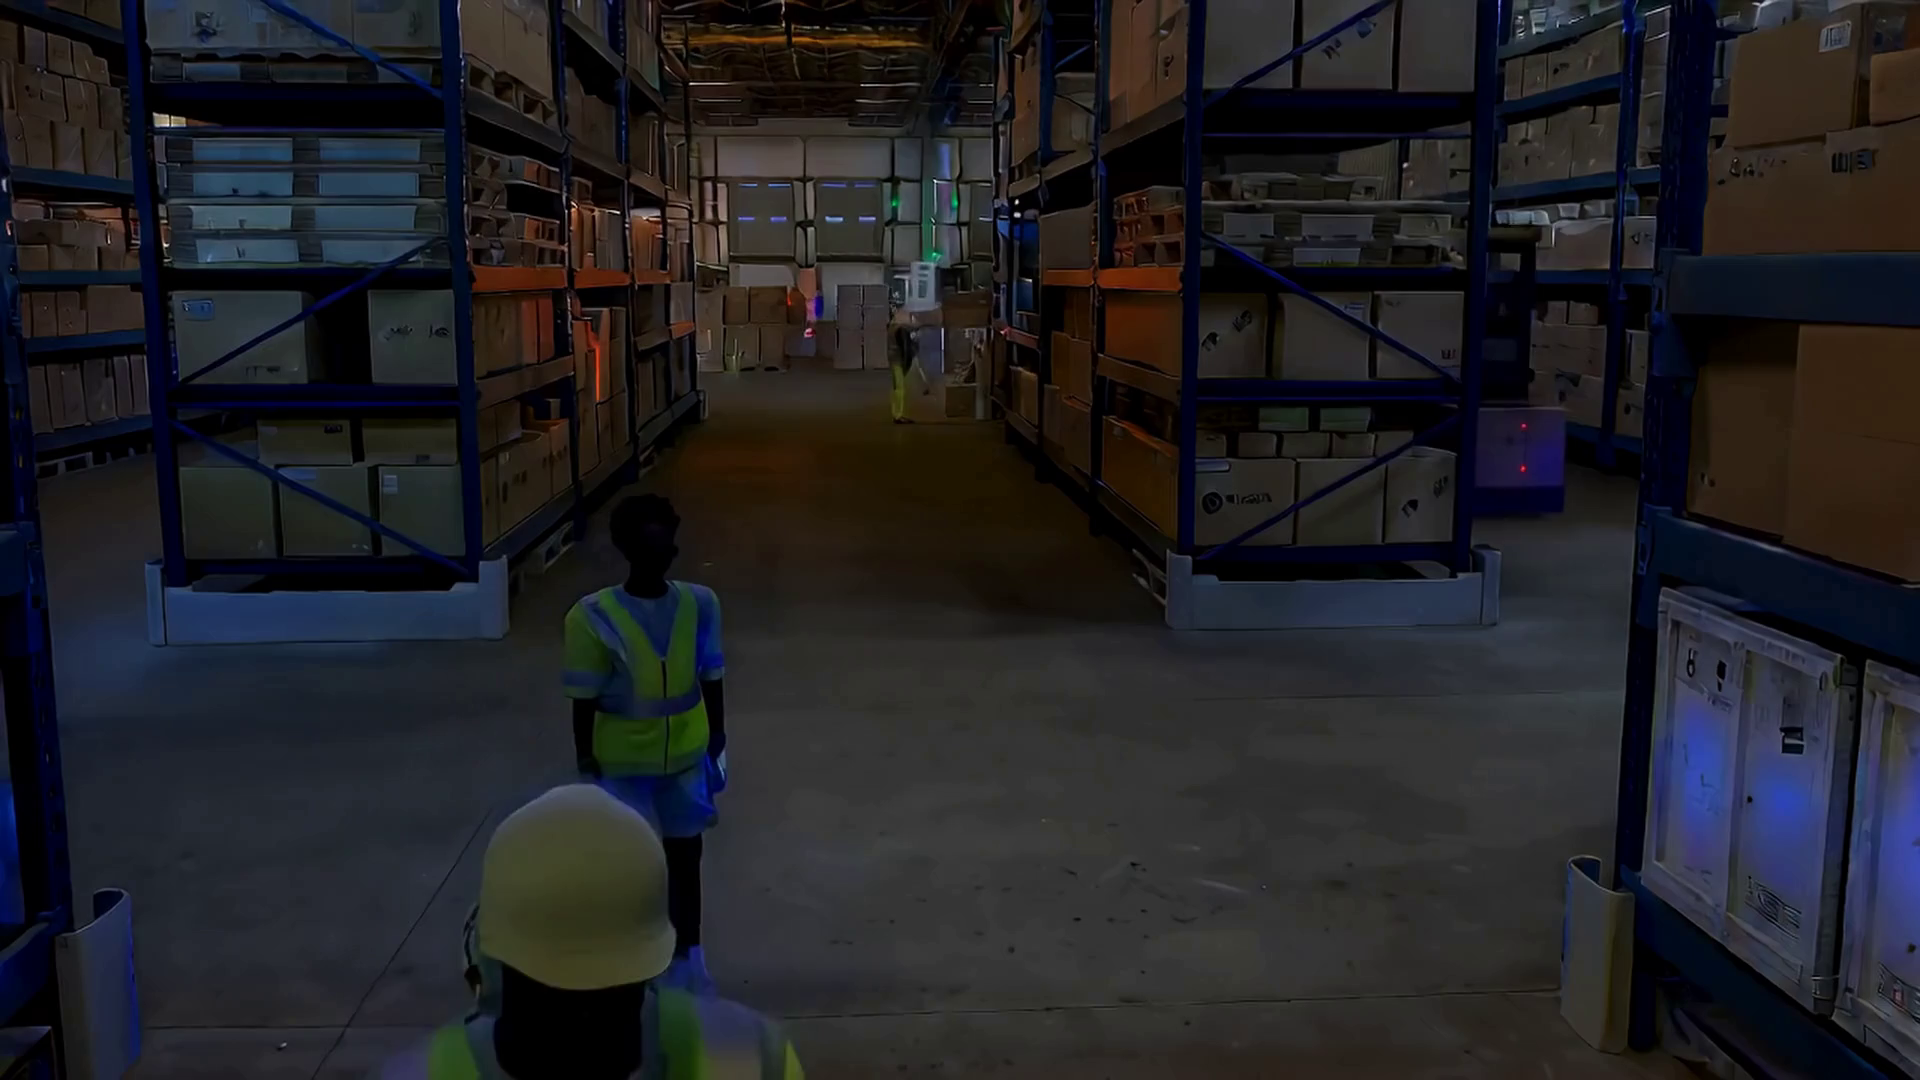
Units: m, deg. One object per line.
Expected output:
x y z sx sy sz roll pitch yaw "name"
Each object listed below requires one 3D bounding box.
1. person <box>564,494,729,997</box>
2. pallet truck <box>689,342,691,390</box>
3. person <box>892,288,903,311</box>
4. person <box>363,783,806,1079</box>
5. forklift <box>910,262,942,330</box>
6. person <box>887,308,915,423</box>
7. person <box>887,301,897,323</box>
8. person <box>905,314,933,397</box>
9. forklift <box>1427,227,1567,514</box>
-0.977 0.690 5.230 0.536 1.691 0.319 -6 11 -33 "person"
-5.225 -3.008 27.480 1.885 1.965 0.823 2 9 14 "pallet truck"
-2.007 -7.426 55.459 0.694 1.915 0.585 4 10 25 "person"
-0.451 1.144 2.058 0.598 1.802 0.875 -4 10 -21 "person"
-1.289 -8.359 58.319 1.129 2.768 1.873 -9 12 -43 "forklift"
-0.936 -2.786 26.576 0.429 1.842 0.634 -3 10 -18 "person"
-1.888 -5.858 46.494 0.306 1.639 0.523 1 9 7 "person"
-0.873 -3.554 32.117 0.723 1.612 0.523 -2 9 -14 "person"
5.266 -1.733 16.712 1.129 2.768 1.873 -1 9 -4 "forklift"
